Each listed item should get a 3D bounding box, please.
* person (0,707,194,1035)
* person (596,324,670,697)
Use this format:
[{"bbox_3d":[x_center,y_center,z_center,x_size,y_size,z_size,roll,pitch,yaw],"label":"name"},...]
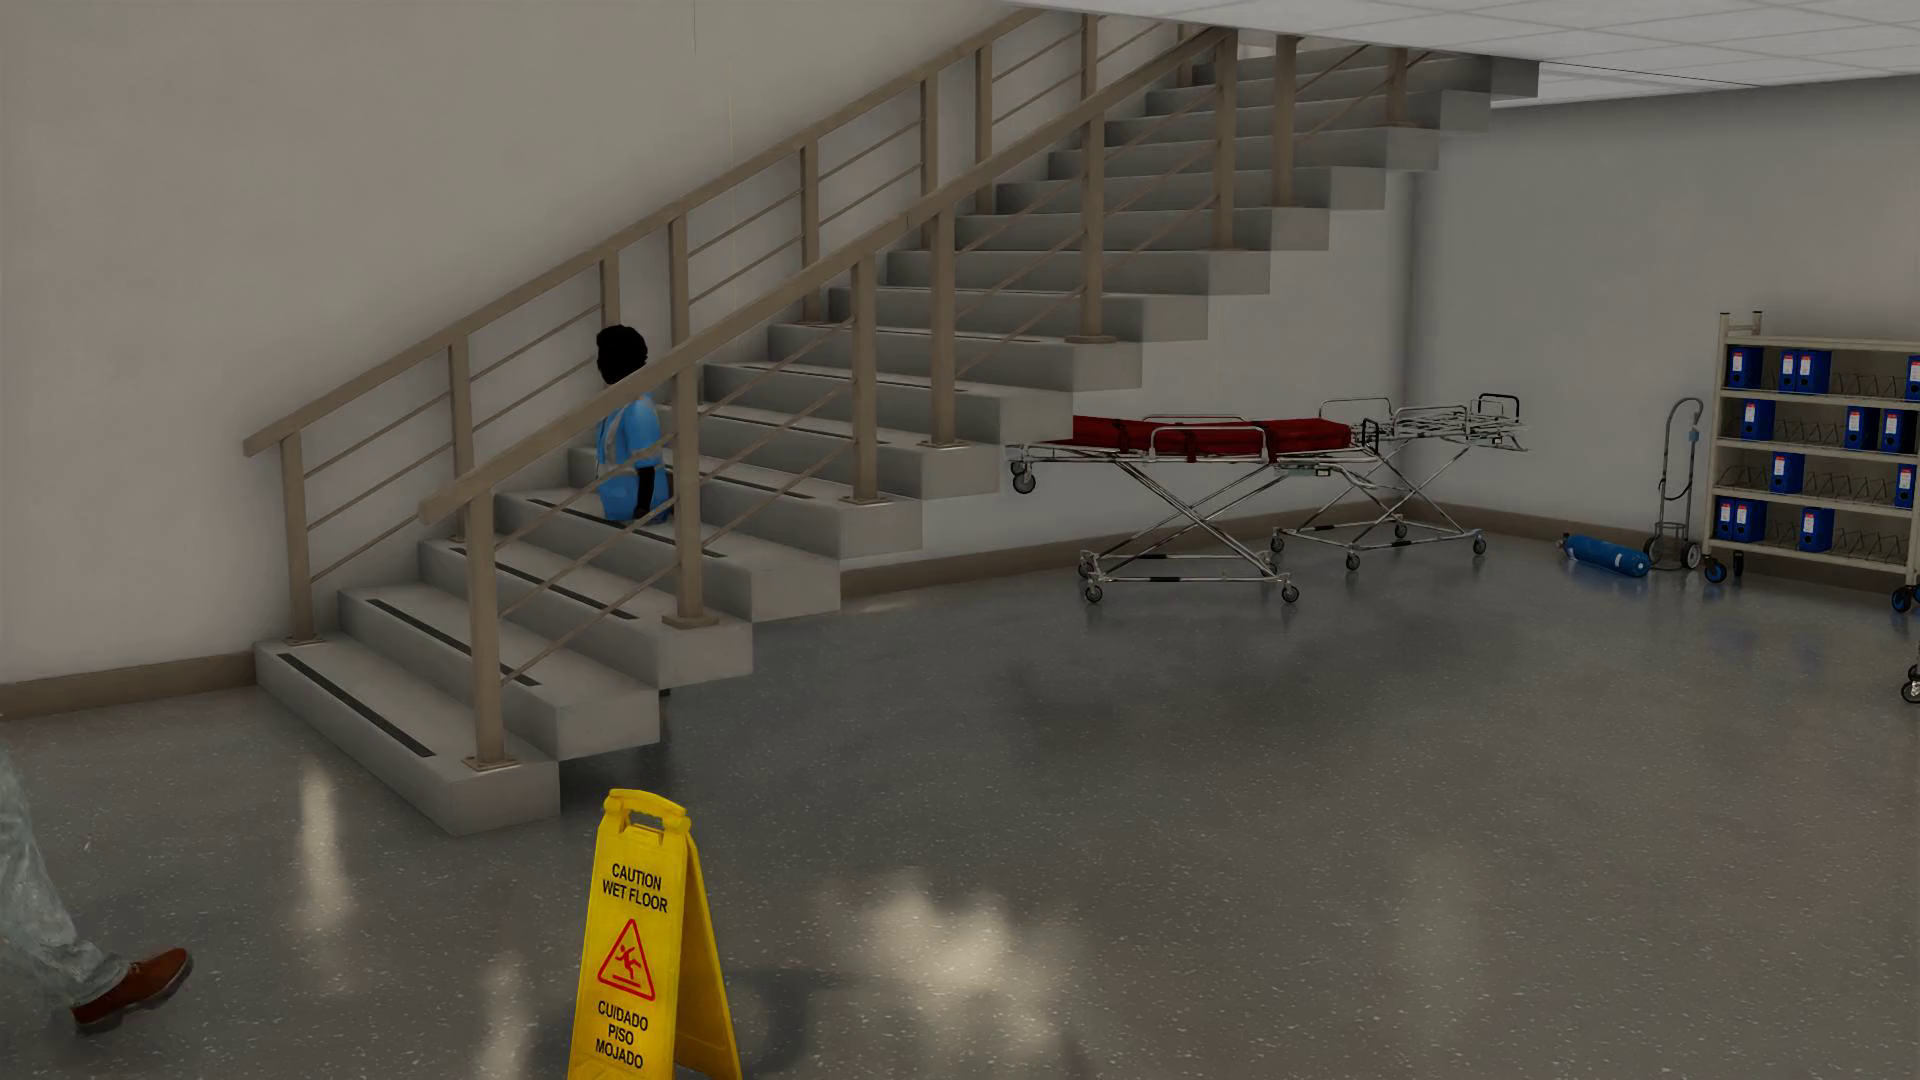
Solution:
[{"bbox_3d":[-2.521,0.389,4.052,1.015,1.886,0.649,-9,13,-41],"label":"person"},{"bbox_3d":[-1.481,-0.124,7.540,0.322,1.699,0.535,-4,11,-21],"label":"person"}]
